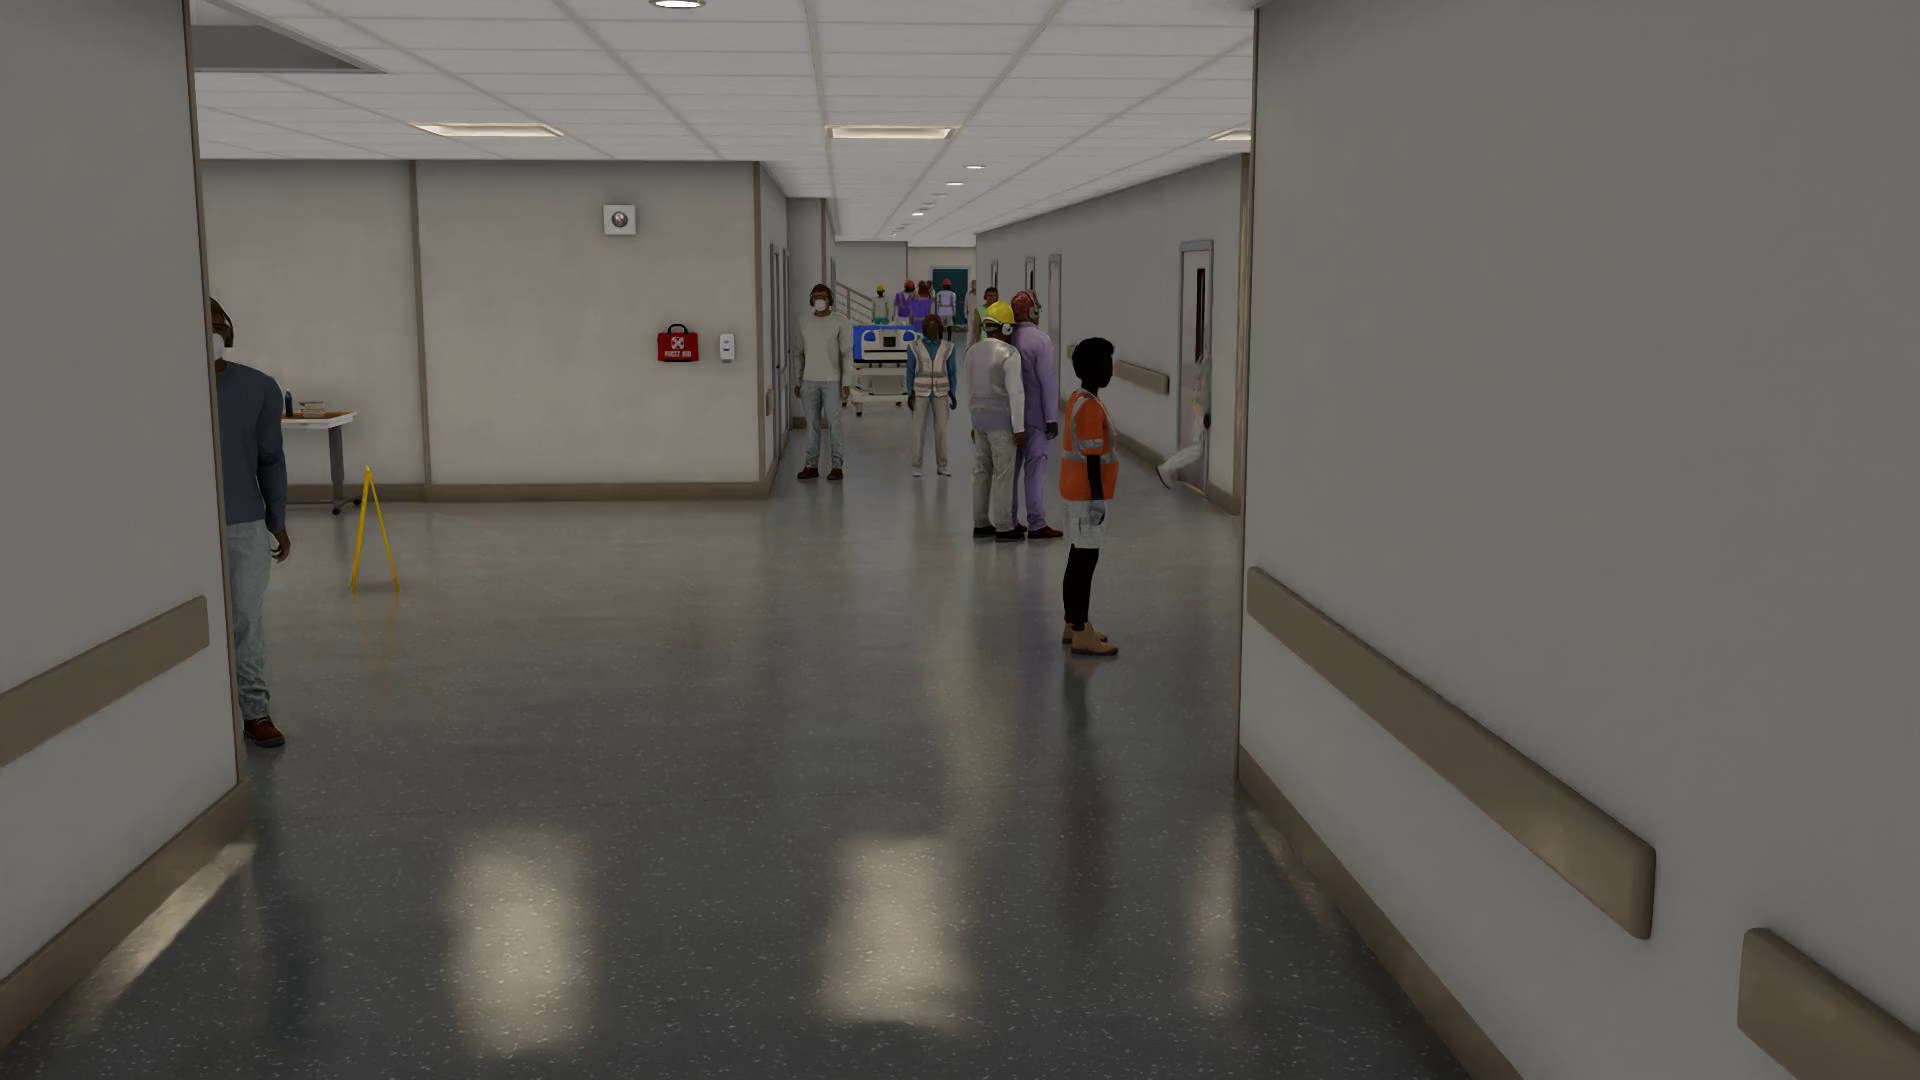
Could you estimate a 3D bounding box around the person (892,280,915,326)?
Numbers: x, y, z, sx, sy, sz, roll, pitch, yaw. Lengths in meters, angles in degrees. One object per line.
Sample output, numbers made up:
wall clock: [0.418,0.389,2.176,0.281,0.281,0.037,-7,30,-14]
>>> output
person: [-1.563,-6.044,44.801,0.713,1.888,0.481,-3,9,-17]

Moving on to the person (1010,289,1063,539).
person: [0.524,-0.967,12.838,0.411,1.913,0.643,-9,12,-43]

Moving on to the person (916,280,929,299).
person: [-1.302,-7.795,55.846,0.647,1.864,0.537,-8,12,-42]

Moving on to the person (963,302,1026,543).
person: [0.282,-0.895,12.670,0.403,1.824,0.595,-7,11,-38]

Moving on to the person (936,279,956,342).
person: [-0.379,-6.225,45.830,0.541,1.926,0.419,1,9,4]

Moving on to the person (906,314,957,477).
person: [-0.292,-1.453,16.741,0.515,1.639,0.315,-1,9,-9]

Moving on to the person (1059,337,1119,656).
person: [0.694,-0.237,8.920,0.315,1.697,0.541,-1,9,-4]

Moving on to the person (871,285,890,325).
person: [-2.123,-5.943,44.530,0.525,1.769,0.315,2,9,12]

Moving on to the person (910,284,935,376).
person: [-0.721,-4.098,32.719,0.565,1.840,0.390,5,10,29]

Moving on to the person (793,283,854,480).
person: [-1.365,-1.561,16.477,0.635,1.939,0.366,3,10,19]

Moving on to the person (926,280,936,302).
person: [-1.041,-8.089,57.748,0.346,1.845,0.505,-6,11,-34]

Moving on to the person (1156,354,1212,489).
person: [2.197,-1.175,15.186,0.741,1.600,0.506,6,11,34]

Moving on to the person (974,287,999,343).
person: [0.455,-3.042,26.086,0.565,1.841,0.396,-7,11,-36]
